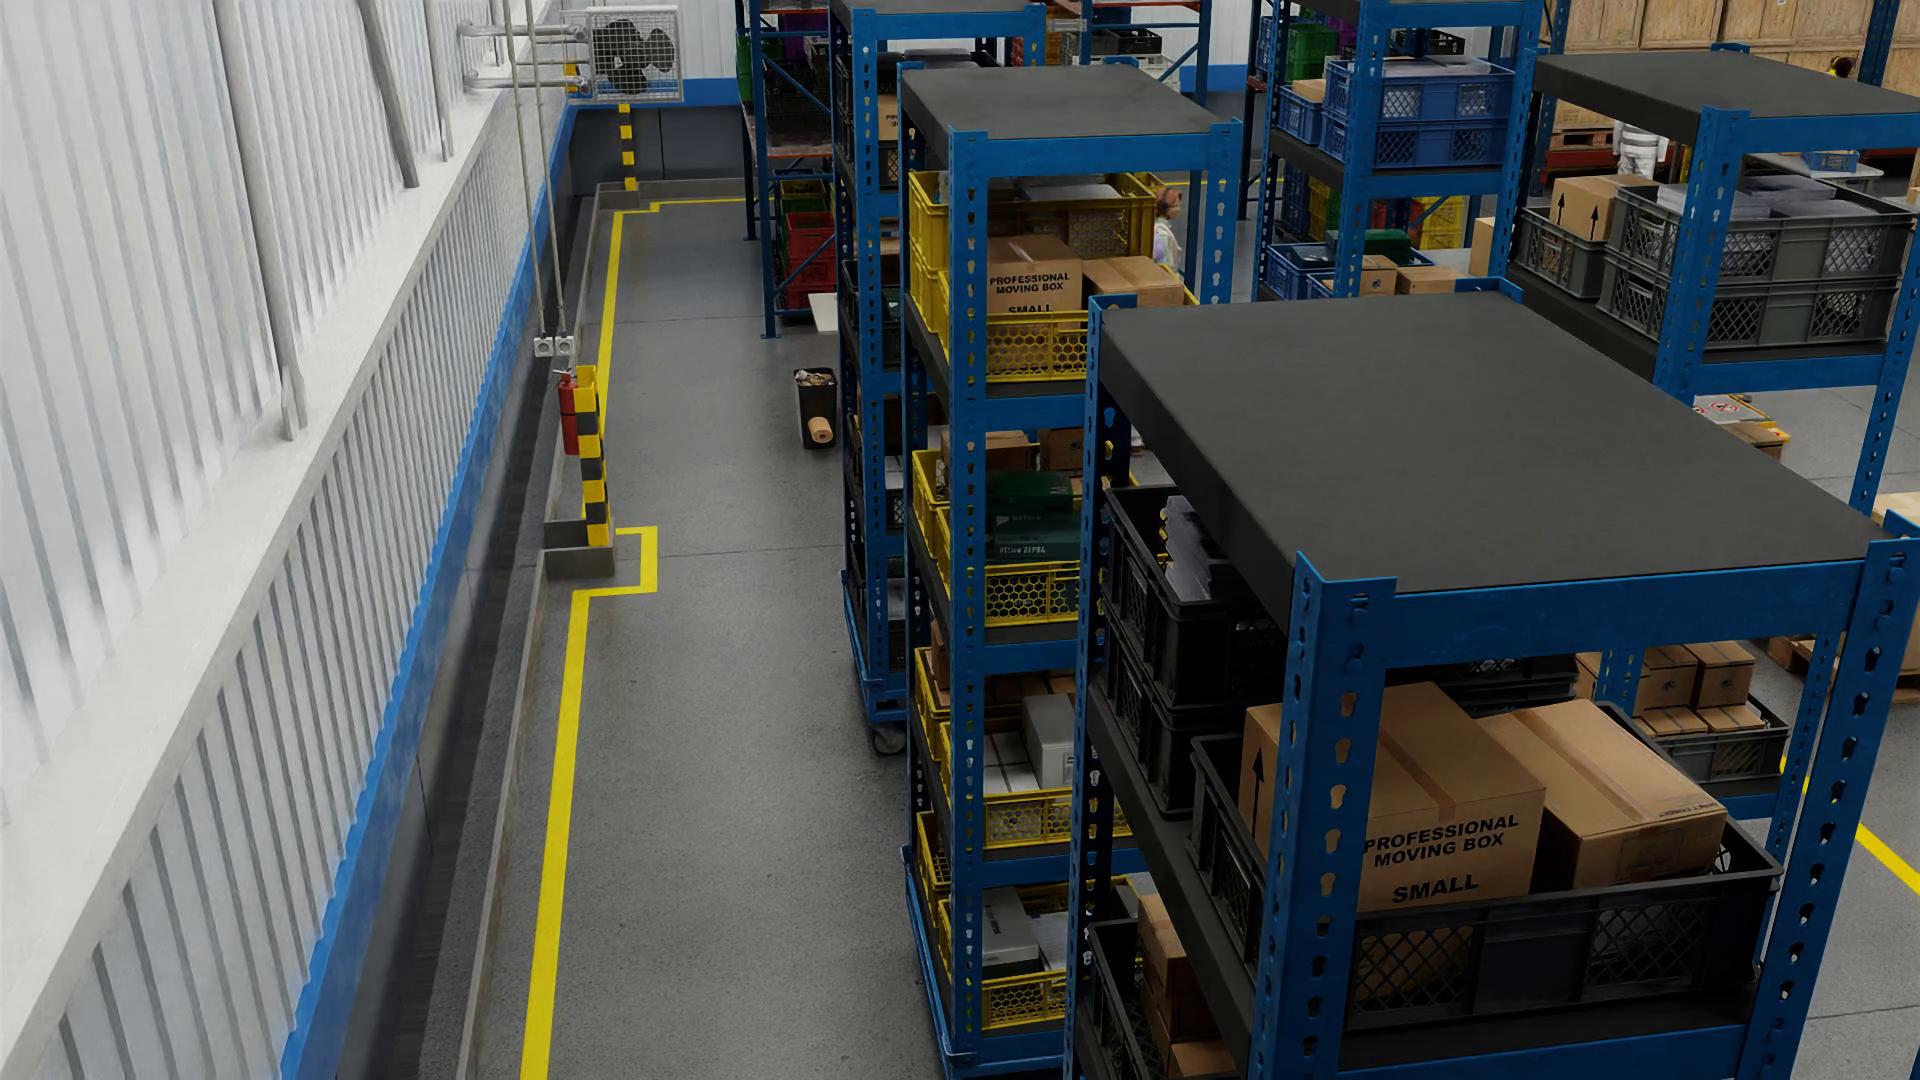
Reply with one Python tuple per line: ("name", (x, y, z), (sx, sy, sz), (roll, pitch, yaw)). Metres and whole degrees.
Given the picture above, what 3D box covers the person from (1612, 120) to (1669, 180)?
("person", (6.899, -3.929, 16.889), (0.340, 1.882, 0.585), (-18, 30, -34))
